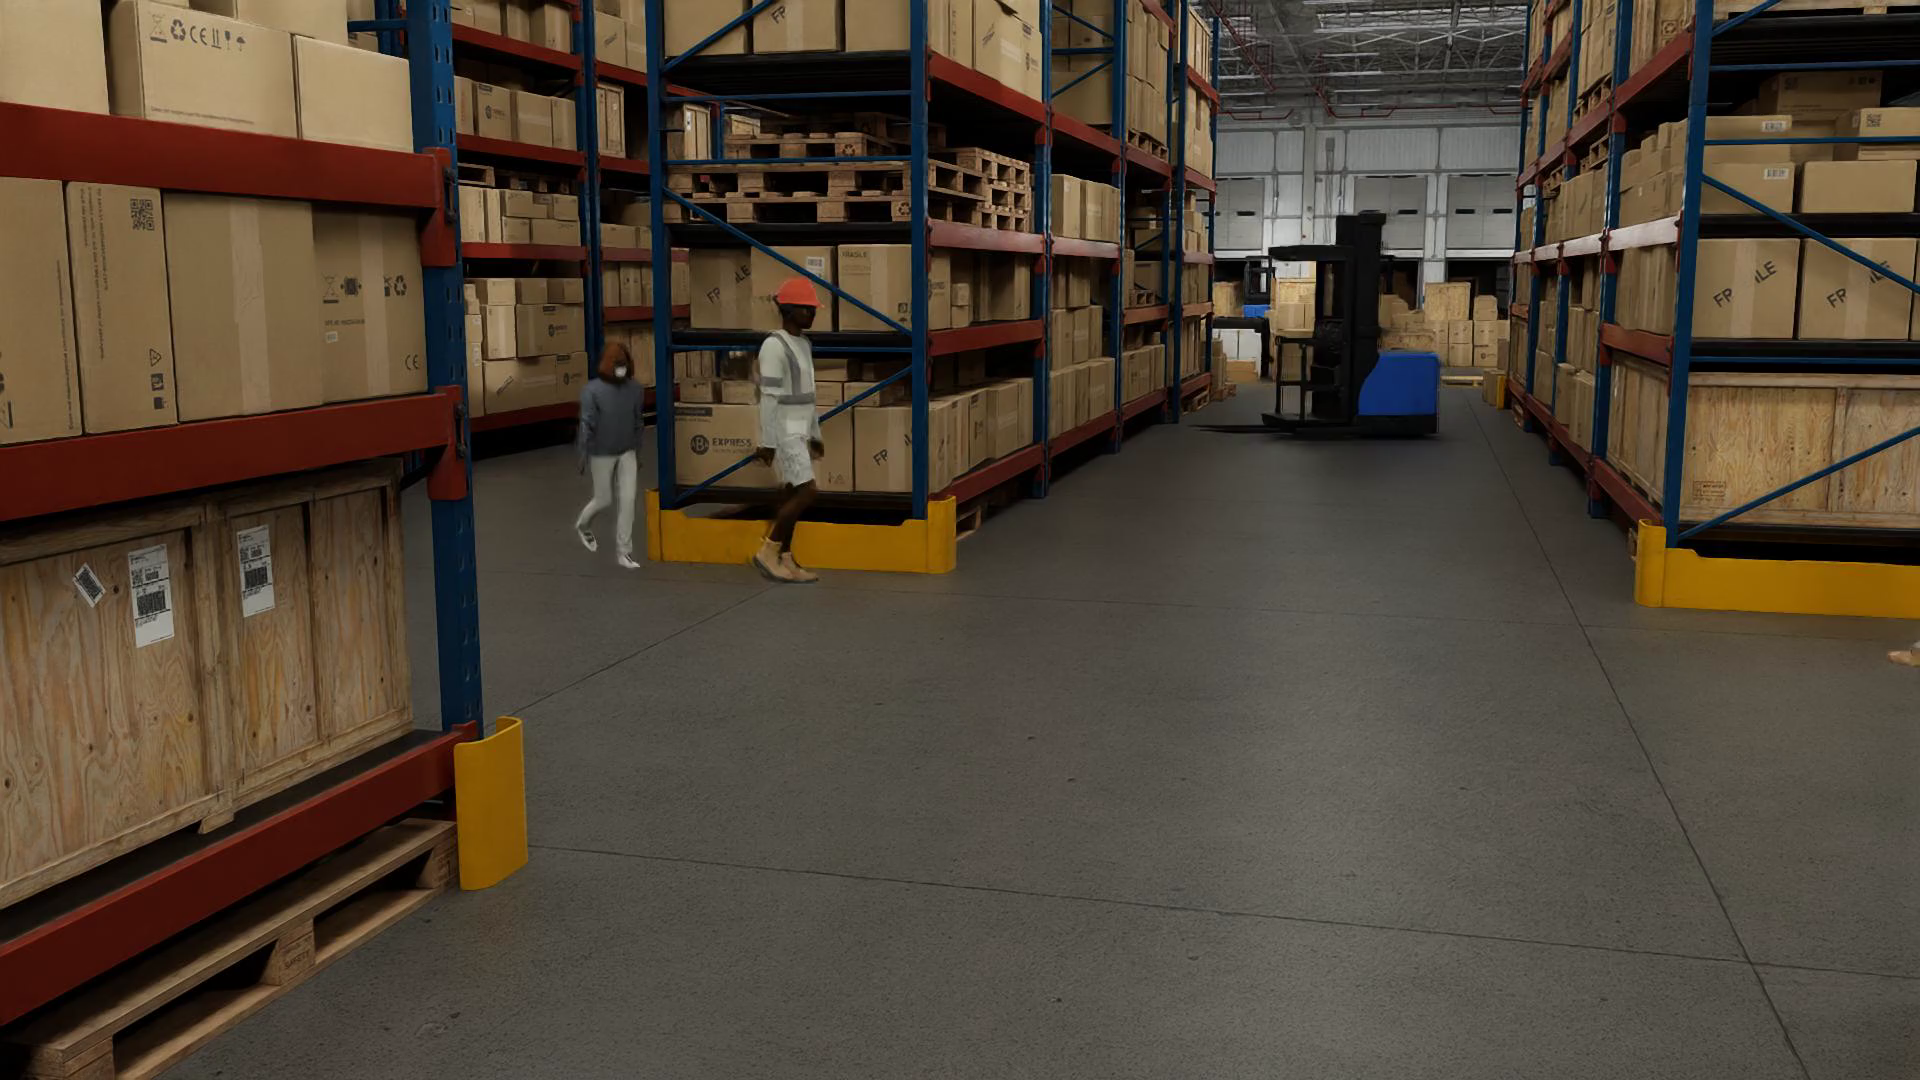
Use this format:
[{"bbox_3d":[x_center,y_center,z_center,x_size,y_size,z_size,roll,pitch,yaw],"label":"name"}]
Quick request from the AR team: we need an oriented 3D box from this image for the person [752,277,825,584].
[{"bbox_3d":[-1.082,-0.699,10.910,0.433,2.028,0.603,2,9,11],"label":"person"}]

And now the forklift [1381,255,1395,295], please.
[{"bbox_3d":[14.311,-8.354,56.850,1.129,2.768,1.873,-2,9,-11],"label":"forklift"}]

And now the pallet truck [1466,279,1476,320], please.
[{"bbox_3d":[18.896,-8.459,60.307,1.885,1.965,0.823,5,10,31],"label":"pallet truck"}]

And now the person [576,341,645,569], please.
[{"bbox_3d":[-2.497,-0.609,11.710,0.505,1.602,0.610,-7,11,-38],"label":"person"}]

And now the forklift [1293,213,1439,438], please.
[{"bbox_3d":[5.038,-2.730,21.116,1.873,2.768,1.129,-1,9,-7],"label":"forklift"}]

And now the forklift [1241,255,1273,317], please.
[{"bbox_3d":[10.551,-8.662,58.805,1.129,2.768,1.873,2,9,15],"label":"forklift"}]

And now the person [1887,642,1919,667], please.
[{"bbox_3d":[5.324,-0.209,8.484,0.835,1.817,0.632,5,10,29],"label":"person"}]
